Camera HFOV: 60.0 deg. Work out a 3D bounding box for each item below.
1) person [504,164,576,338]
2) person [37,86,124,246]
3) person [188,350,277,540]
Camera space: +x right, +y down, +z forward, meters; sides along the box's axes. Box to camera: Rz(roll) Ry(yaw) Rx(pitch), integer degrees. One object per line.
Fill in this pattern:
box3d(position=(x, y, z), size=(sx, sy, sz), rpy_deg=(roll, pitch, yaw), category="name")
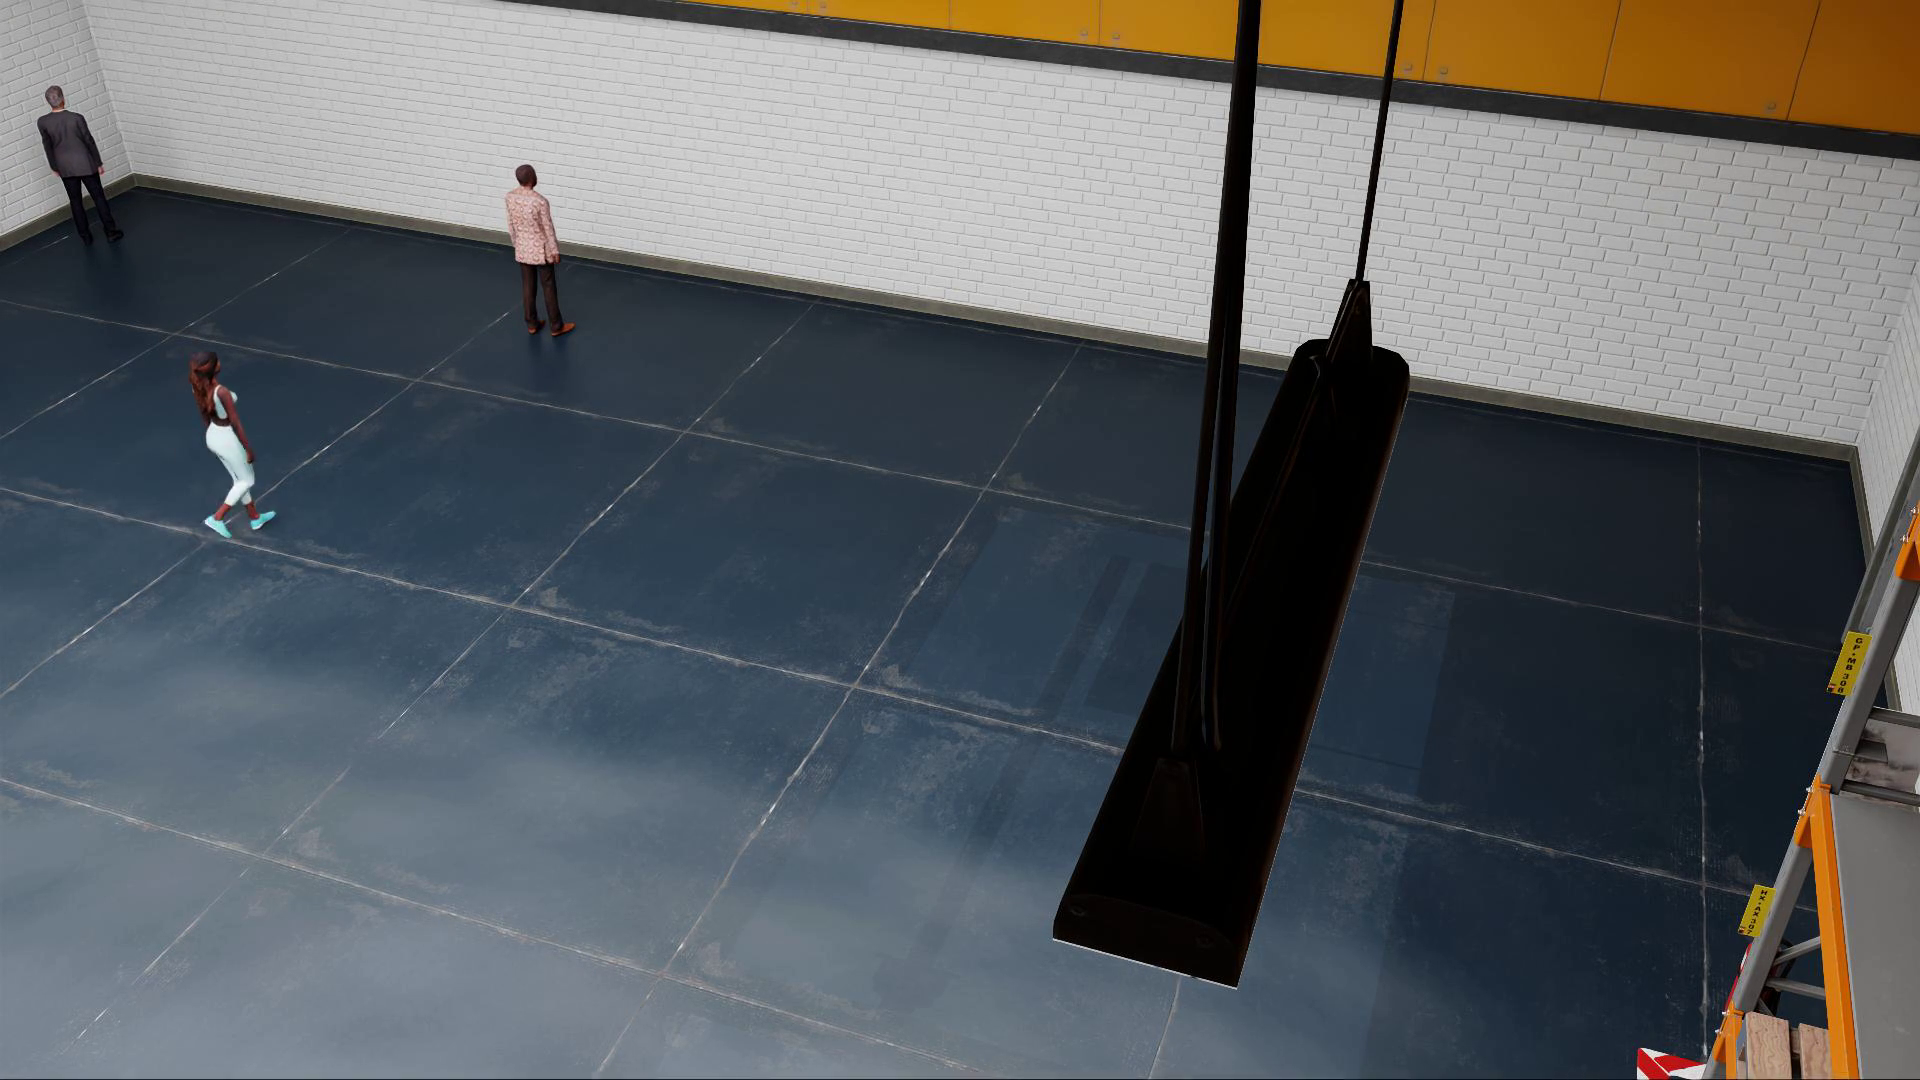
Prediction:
box3d(position=(-4.345, -2.958, 16.994), size=(0.679, 1.808, 0.565), rpy_deg=(12, 35, 17), category="person")
box3d(position=(-10.058, -4.271, 18.938), size=(0.812, 1.842, 0.817), rpy_deg=(-7, 34, -11), category="person")
box3d(position=(-6.112, -0.750, 13.756), size=(0.673, 1.714, 0.938), rpy_deg=(18, 38, 25), category="person")
